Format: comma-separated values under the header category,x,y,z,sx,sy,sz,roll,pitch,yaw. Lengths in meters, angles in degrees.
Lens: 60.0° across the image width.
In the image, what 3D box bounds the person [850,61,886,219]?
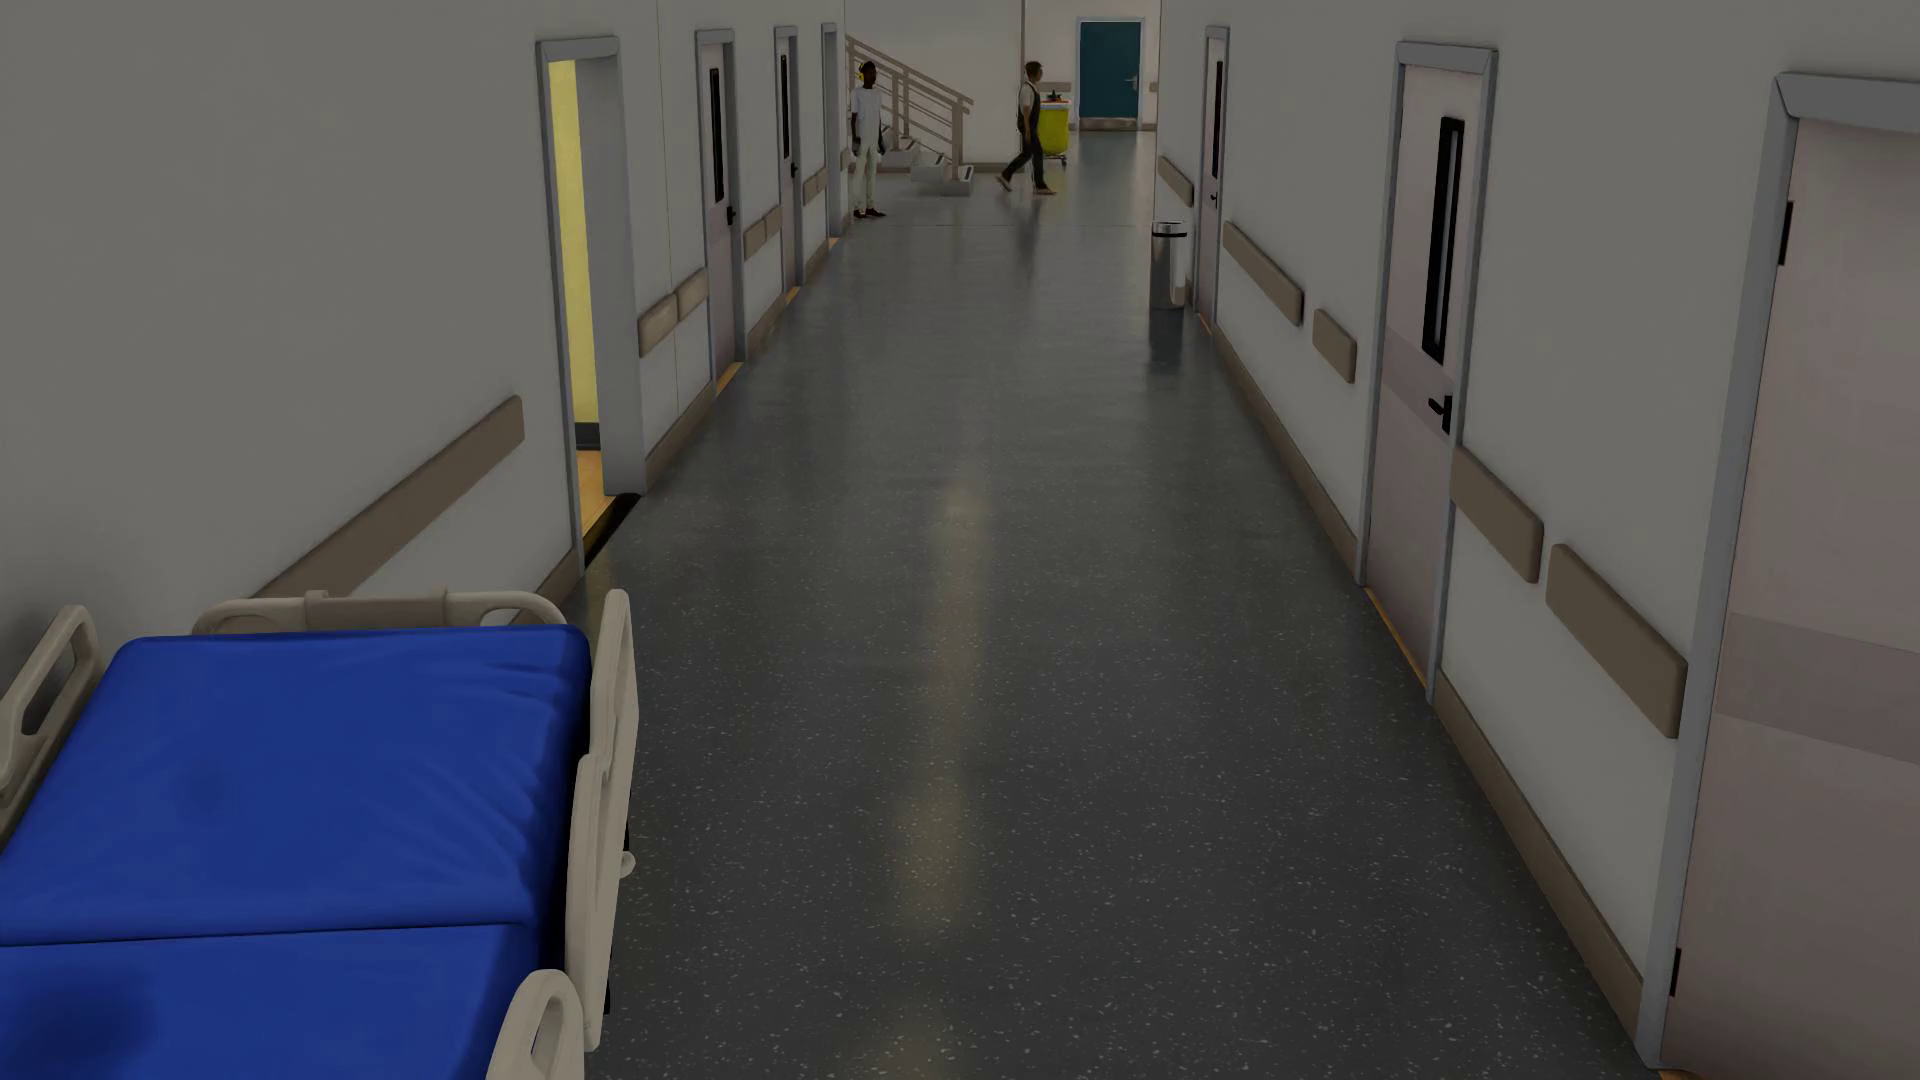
category,x,y,z,sx,sy,sz,roll,pitch,yaw
person,-1.113,-4.877,20.298,0.517,1.873,0.334,-17,24,-42

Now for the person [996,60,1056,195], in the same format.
category,x,y,z,sx,sy,sz,roll,pitch,yaw
person,0.905,-5.689,22.958,0.854,1.814,0.518,4,18,12
